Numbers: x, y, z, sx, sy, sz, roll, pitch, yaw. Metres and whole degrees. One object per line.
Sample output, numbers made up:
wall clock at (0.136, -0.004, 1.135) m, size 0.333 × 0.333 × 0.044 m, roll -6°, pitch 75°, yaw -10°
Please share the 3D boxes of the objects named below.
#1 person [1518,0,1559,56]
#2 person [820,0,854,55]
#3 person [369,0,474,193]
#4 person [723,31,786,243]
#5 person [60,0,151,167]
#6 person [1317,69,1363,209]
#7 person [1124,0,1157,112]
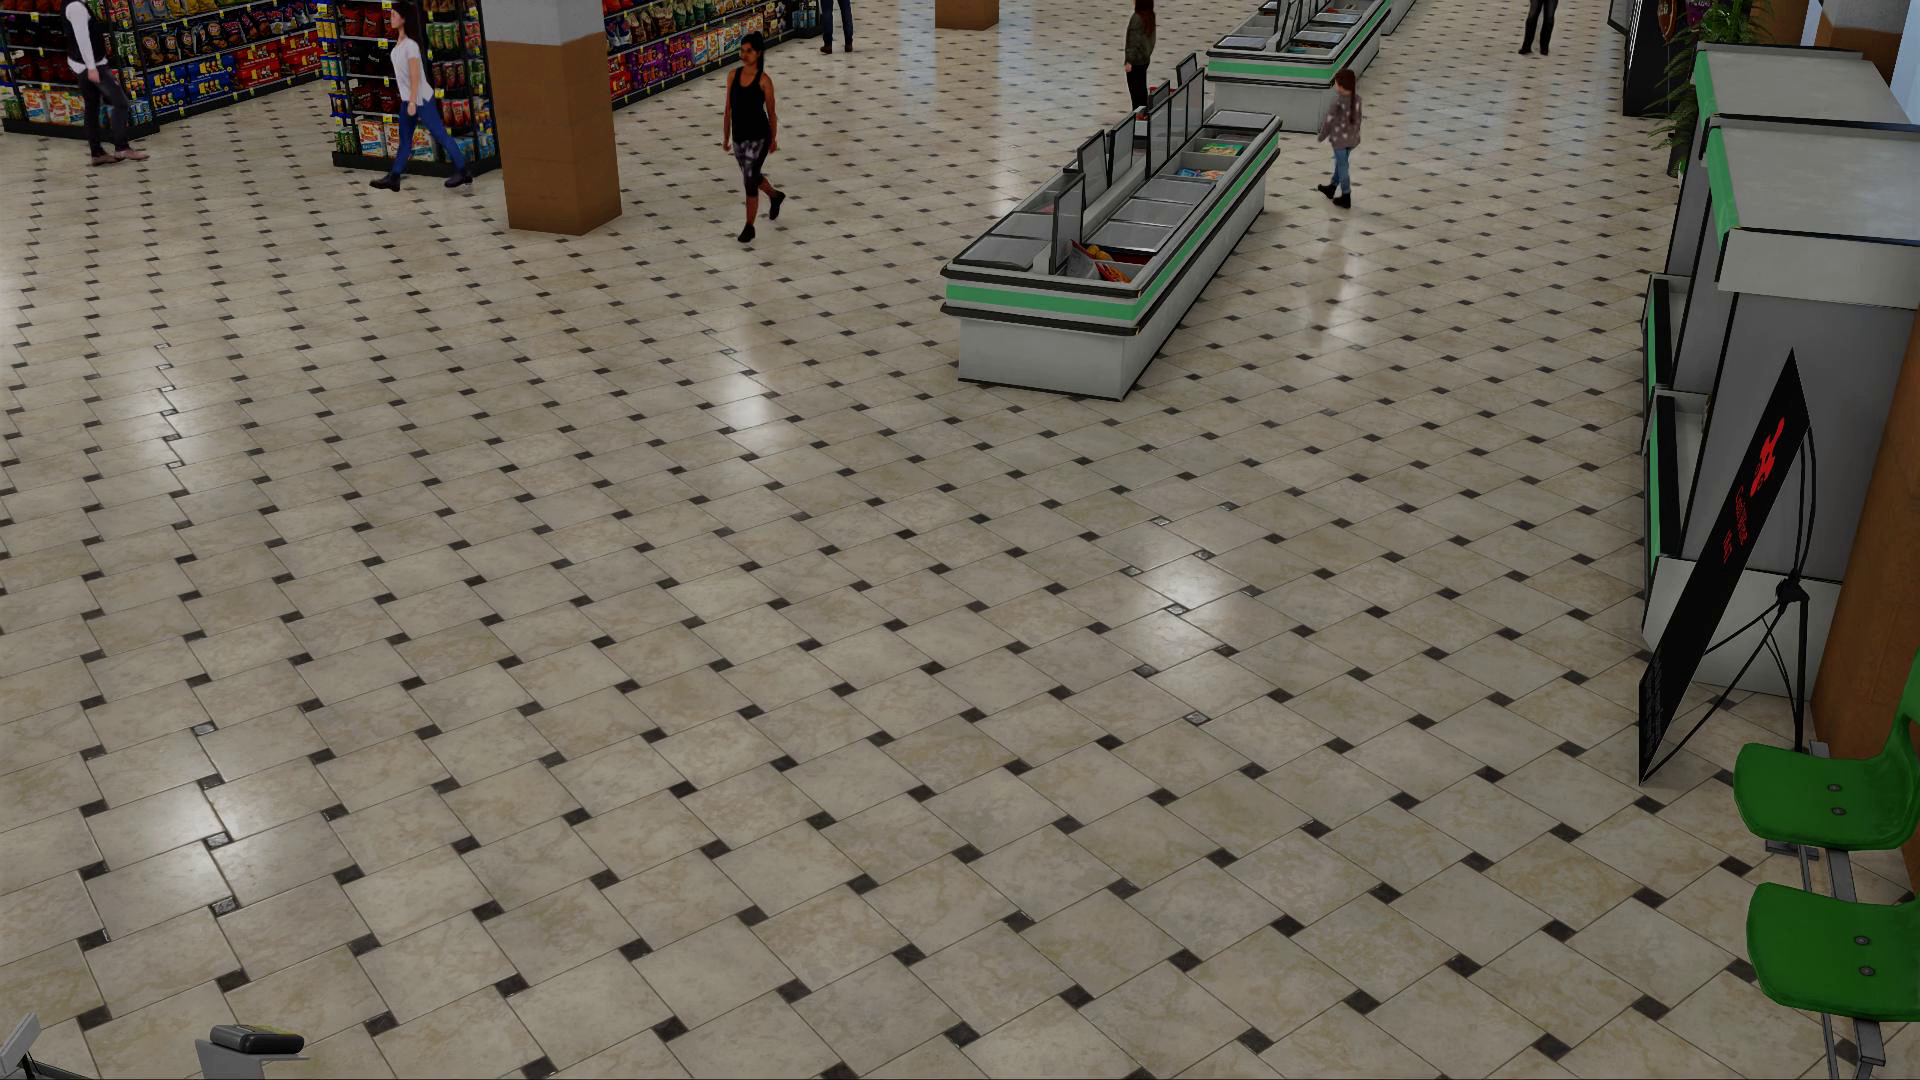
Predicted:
person at (7.286, -6.960, 20.629) m, size 0.665 × 1.810 × 0.548 m, roll 11°, pitch 29°, yaw 21°
person at (-1.571, -7.043, 20.770) m, size 0.754 × 1.831 × 0.789 m, roll -10°, pitch 28°, yaw -18°
person at (-4.706, -3.868, 14.726) m, size 1.185 × 1.635 × 1.084 m, roll -14°, pitch 30°, yaw -26°
person at (-1.673, -3.312, 13.635) m, size 0.678 × 1.629 × 1.088 m, roll 14°, pitch 30°, yaw 25°
person at (-8.240, -4.410, 15.599) m, size 0.913 × 1.812 × 0.870 m, roll -19°, pitch 33°, yaw -33°
person at (3.366, -3.463, 14.439) m, size 0.727 × 1.172 × 0.766 m, roll -14°, pitch 30°, yaw -25°
person at (1.818, -4.878, 16.892) m, size 0.665 × 1.476 × 0.491 m, roll 14°, pitch 30°, yaw 25°
